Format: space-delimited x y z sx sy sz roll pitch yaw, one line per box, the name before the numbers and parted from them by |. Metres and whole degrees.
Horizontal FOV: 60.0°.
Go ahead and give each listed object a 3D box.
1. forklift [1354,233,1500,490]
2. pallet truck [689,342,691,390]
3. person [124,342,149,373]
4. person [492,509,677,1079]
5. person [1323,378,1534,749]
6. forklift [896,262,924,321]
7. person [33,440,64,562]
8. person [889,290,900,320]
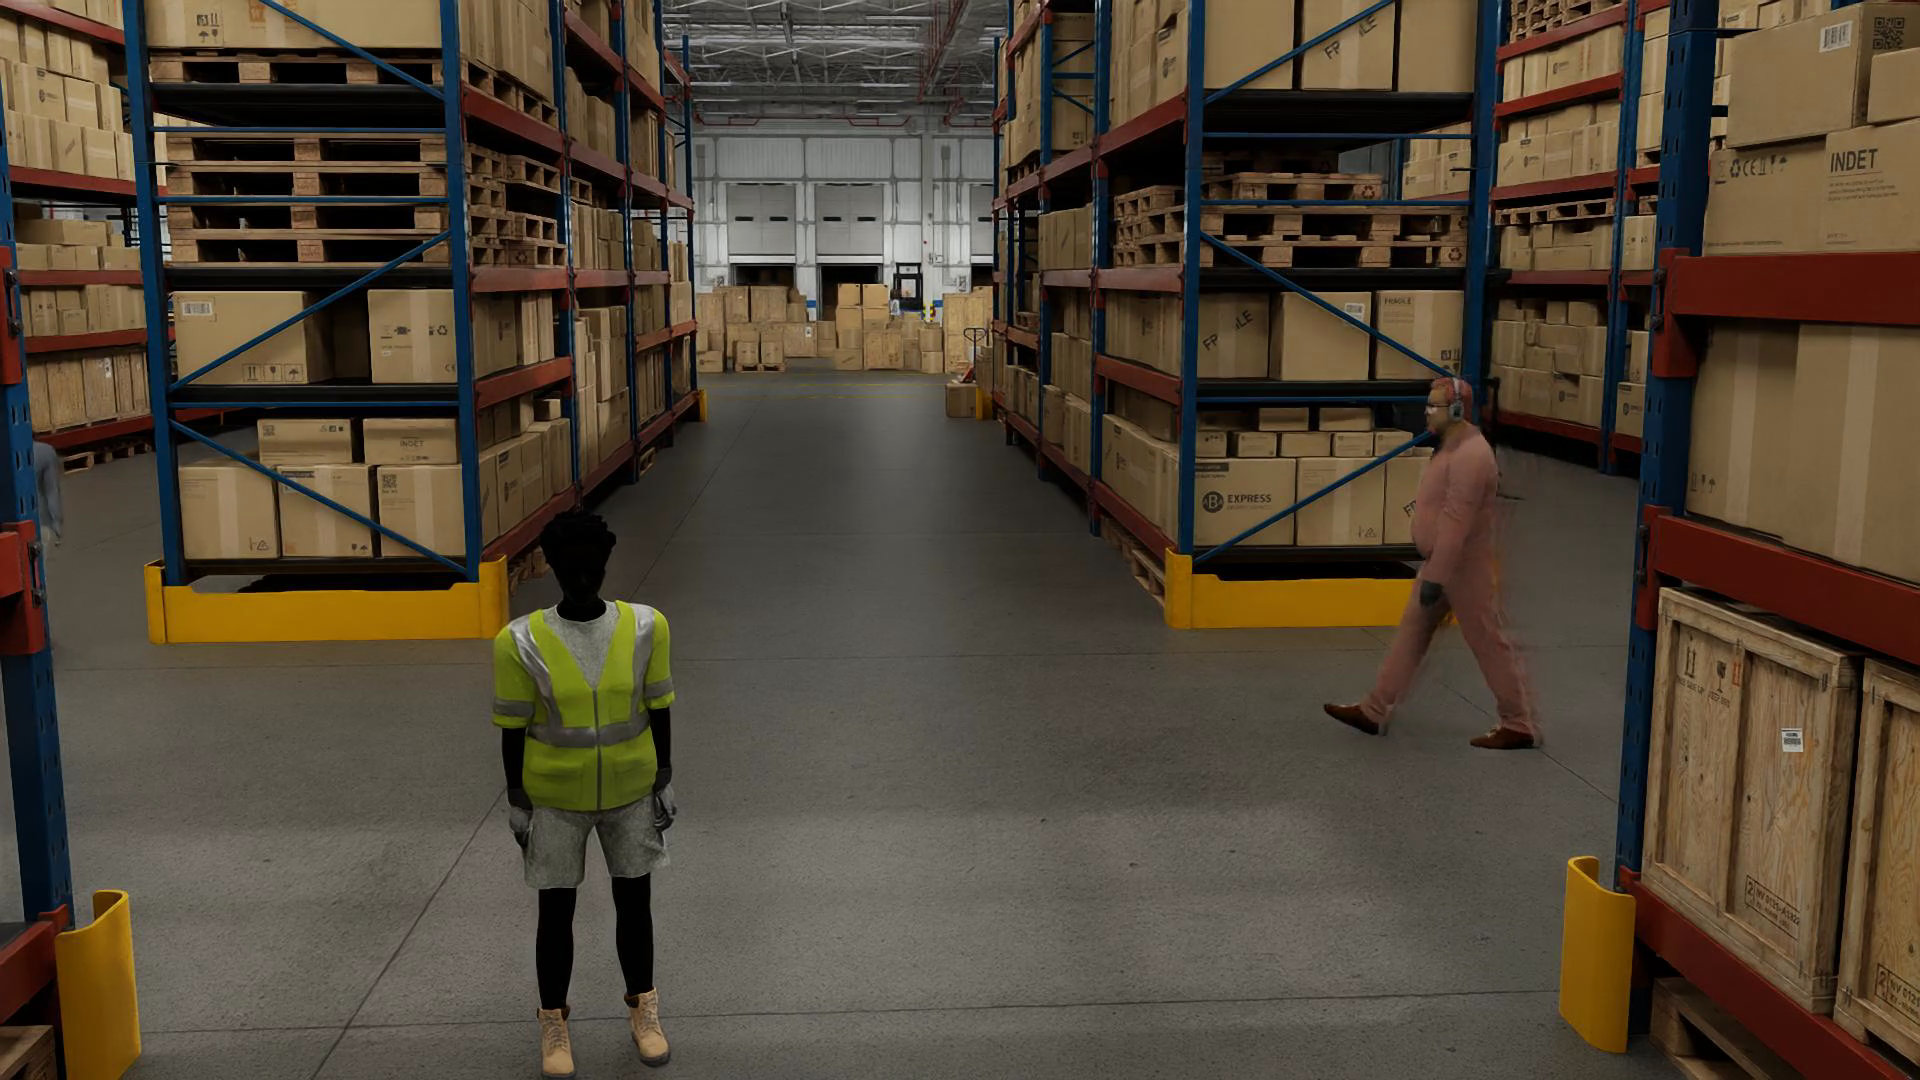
forklift | 5.145 -2.007 18.434 1.129 2.768 1.873 -1 9 -4
pallet truck | -5.225 -3.008 27.480 1.885 1.965 0.823 2 9 14
person | -17.729 -4.326 35.853 0.613 1.965 0.361 1 9 4
person | -1.091 0.744 4.894 0.530 1.690 0.319 -4 10 -22
person | 2.402 0.123 8.287 1.035 1.848 0.668 1 9 4
forklift | -1.879 -8.772 60.913 1.129 2.768 1.873 -1 9 -4
person | -5.807 -0.070 10.285 0.508 1.609 0.765 -8 12 -42
person | -2.168 -7.467 55.942 0.860 1.858 0.584 -6 11 -34
